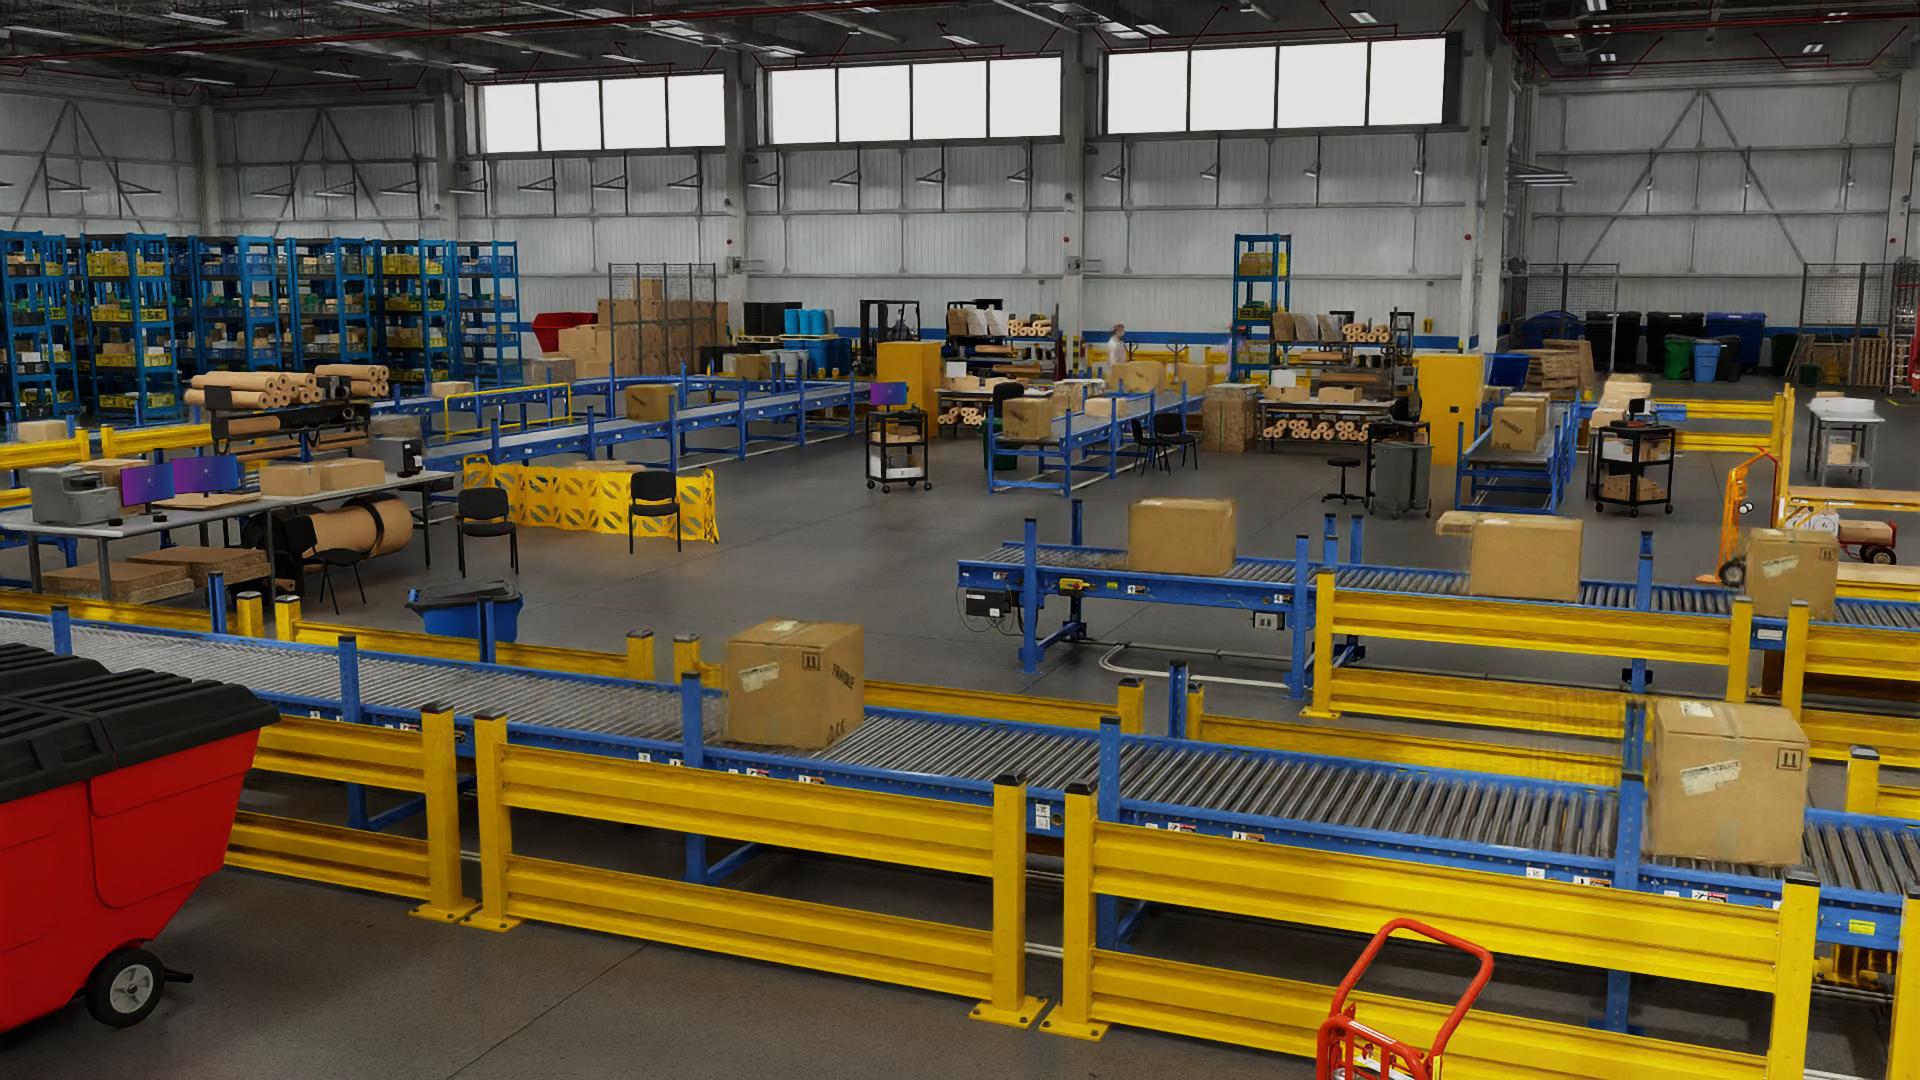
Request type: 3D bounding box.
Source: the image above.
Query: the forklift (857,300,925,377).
[{"bbox_3d":[-1.732,-5.109,42.468,1.157,1.987,2.680,4,10,22],"label":"forklift"}]

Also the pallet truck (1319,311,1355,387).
[{"bbox_3d":[9.071,-4.419,39.190,0.823,1.965,1.885,5,10,26],"label":"pallet truck"}]

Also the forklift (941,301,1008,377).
[{"bbox_3d":[0.365,-4.966,41.571,1.157,1.987,2.680,3,10,20],"label":"forklift"}]

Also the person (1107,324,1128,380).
[{"bbox_3d":[3.181,-3.276,32.594,0.767,1.881,0.684,3,10,18],"label":"person"}]

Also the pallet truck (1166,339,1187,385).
[{"bbox_3d":[5.418,-4.269,40.420,0.704,1.261,1.522,3,10,20],"label":"pallet truck"}]

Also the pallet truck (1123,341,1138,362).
[{"bbox_3d":[4.445,-4.380,41.279,0.680,1.201,1.601,4,10,22],"label":"pallet truck"}]

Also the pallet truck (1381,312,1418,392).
[{"bbox_3d":[10.207,-4.283,38.369,0.823,1.965,1.885,3,10,20],"label":"pallet truck"}]

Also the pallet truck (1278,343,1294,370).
[{"bbox_3d":[7.886,-4.163,39.743,0.653,1.274,1.630,4,10,22],"label":"pallet truck"}]

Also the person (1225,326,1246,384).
[{"bbox_3d":[5.336,-3.307,32.494,1.051,1.998,0.629,-3,10,-16],"label":"person"}]
